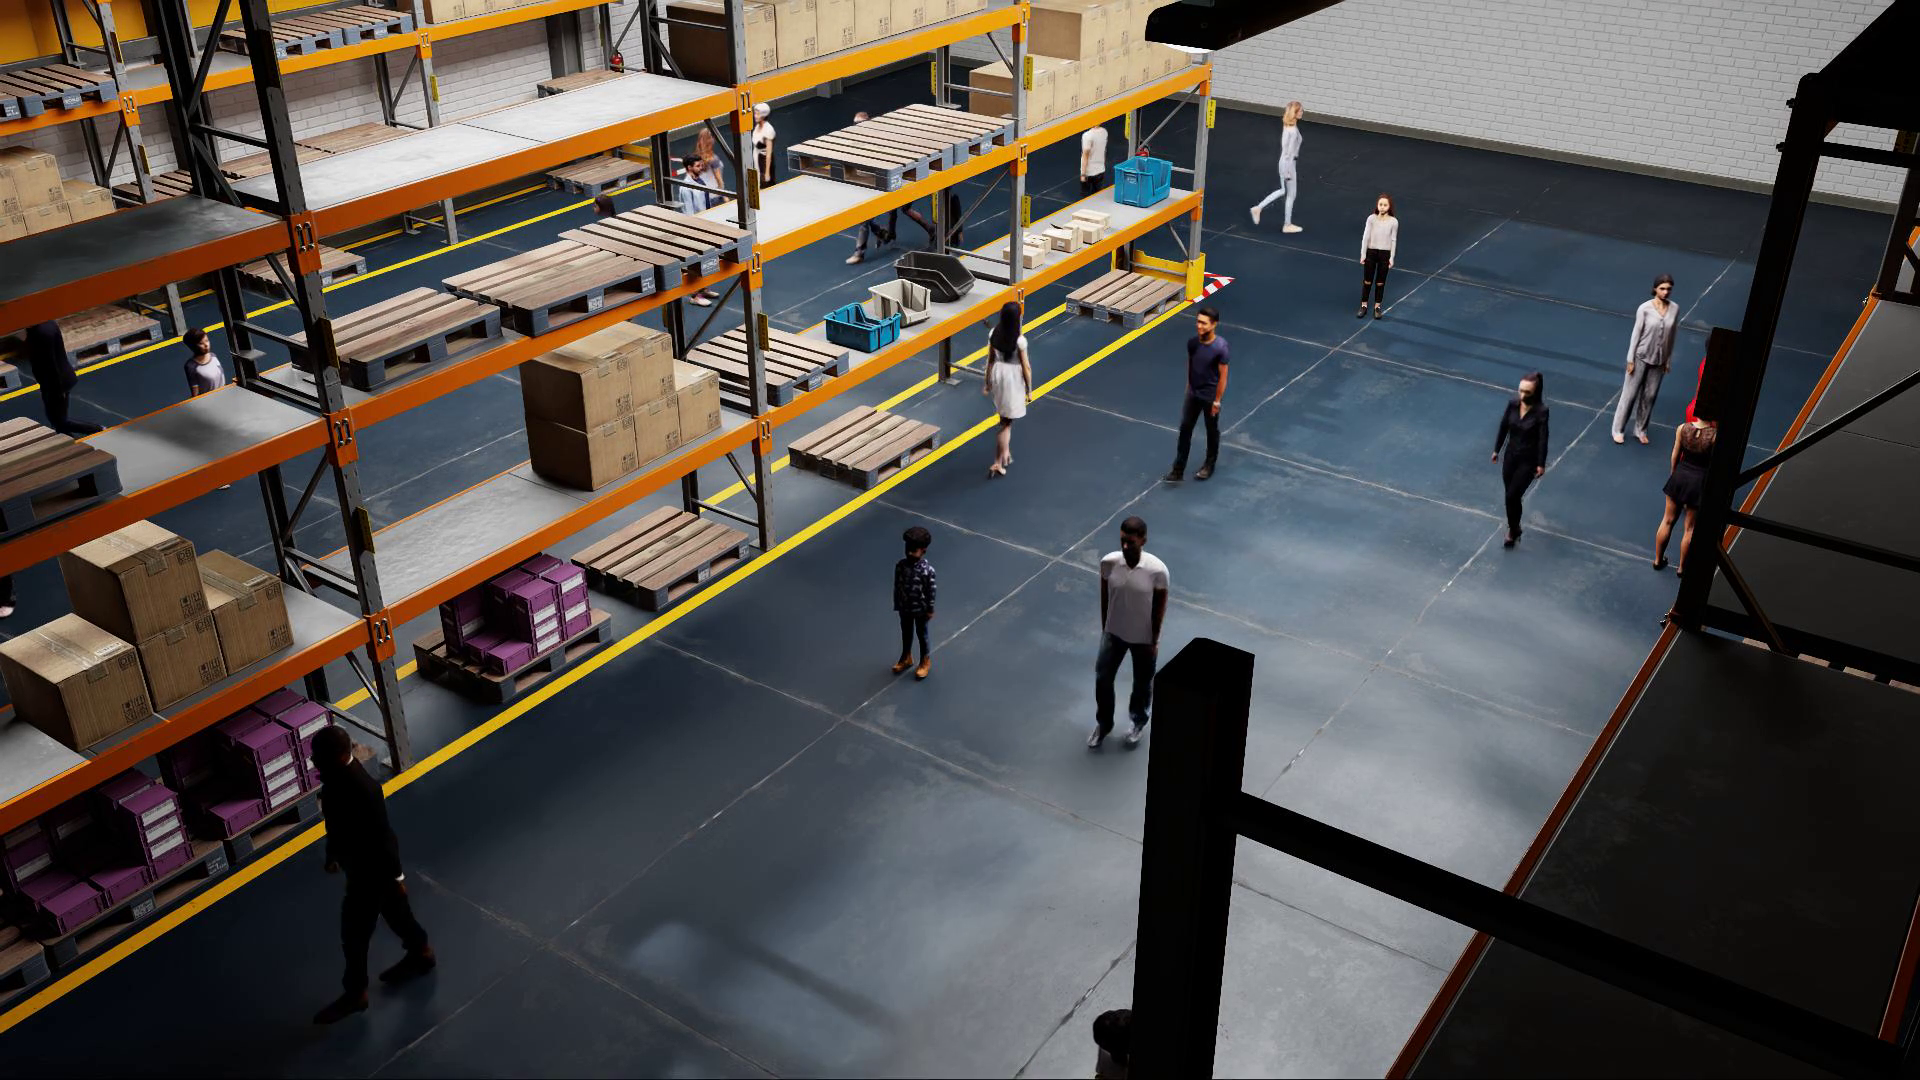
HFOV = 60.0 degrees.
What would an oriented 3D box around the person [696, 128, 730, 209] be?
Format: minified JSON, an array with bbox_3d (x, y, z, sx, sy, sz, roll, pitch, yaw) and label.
[{"bbox_3d":[-3.203,-4.375,21.227,1.025,1.710,0.823,-18,33,-29],"label":"person"}]

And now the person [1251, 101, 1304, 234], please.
[{"bbox_3d":[4.308,-4.979,22.256,0.995,1.785,0.997,0,29,0],"label":"person"}]

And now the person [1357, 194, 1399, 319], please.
[{"bbox_3d":[4.922,-3.354,19.590,0.600,1.485,0.593,7,29,13],"label":"person"}]

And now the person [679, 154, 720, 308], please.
[{"bbox_3d":[-3.160,-3.737,19.952,0.811,1.811,0.652,6,29,11],"label":"person"}]

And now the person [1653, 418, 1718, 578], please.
[{"bbox_3d":[6.202,-0.483,14.119,0.629,1.684,0.627,-23,36,-35],"label":"person"}]

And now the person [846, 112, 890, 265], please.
[{"bbox_3d":[-1.200,-4.537,21.300,1.054,1.924,0.839,-21,35,-33],"label":"person"}]

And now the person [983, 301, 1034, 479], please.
[{"bbox_3d":[0.399,-1.379,15.681,0.633,1.762,0.683,20,34,32],"label":"person"}]

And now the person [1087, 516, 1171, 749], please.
[{"bbox_3d":[1.265,0.619,11.931,0.755,1.846,0.791,10,30,18],"label":"person"}]

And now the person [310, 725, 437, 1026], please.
[{"bbox_3d":[-3.347,1.845,9.654,1.128,1.874,0.936,-21,35,-33],"label":"person"}]

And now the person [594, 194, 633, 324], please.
[{"bbox_3d":[-3.757,-2.964,18.555,0.813,1.792,0.760,-8,30,-15],"label":"person"}]

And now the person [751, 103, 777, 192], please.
[{"bbox_3d":[-2.588,-4.982,22.301,0.710,1.749,0.710,-12,31,-22],"label":"person"}]

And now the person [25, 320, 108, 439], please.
[{"bbox_3d":[-8.553,-1.516,15.891,1.044,1.801,0.907,-17,33,-28],"label":"person"}]

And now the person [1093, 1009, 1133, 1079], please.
[{"bbox_3d":[0.780,2.873,8.408,0.629,1.262,0.580,-9,30,-16],"label":"person"}]

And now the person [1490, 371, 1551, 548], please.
[{"bbox_3d":[4.930,-0.690,14.489,0.705,1.694,0.712,-19,34,-31],"label":"person"}]

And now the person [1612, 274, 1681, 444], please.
[{"bbox_3d":[6.797,-1.797,16.441,0.681,1.768,0.715,-1,29,-2],"label":"person"}]

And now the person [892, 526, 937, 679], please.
[{"bbox_3d":[-0.348,0.469,12.826,0.524,1.251,0.537,13,31,23],"label":"person"}]

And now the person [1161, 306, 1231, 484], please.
[{"bbox_3d":[2.371,-1.391,15.696,0.762,1.768,0.956,25,37,38],"label":"person"}]

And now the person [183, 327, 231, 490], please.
[{"bbox_3d":[-7.067,-1.274,15.694,0.692,1.565,0.565,7,29,13],"label":"person"}]
